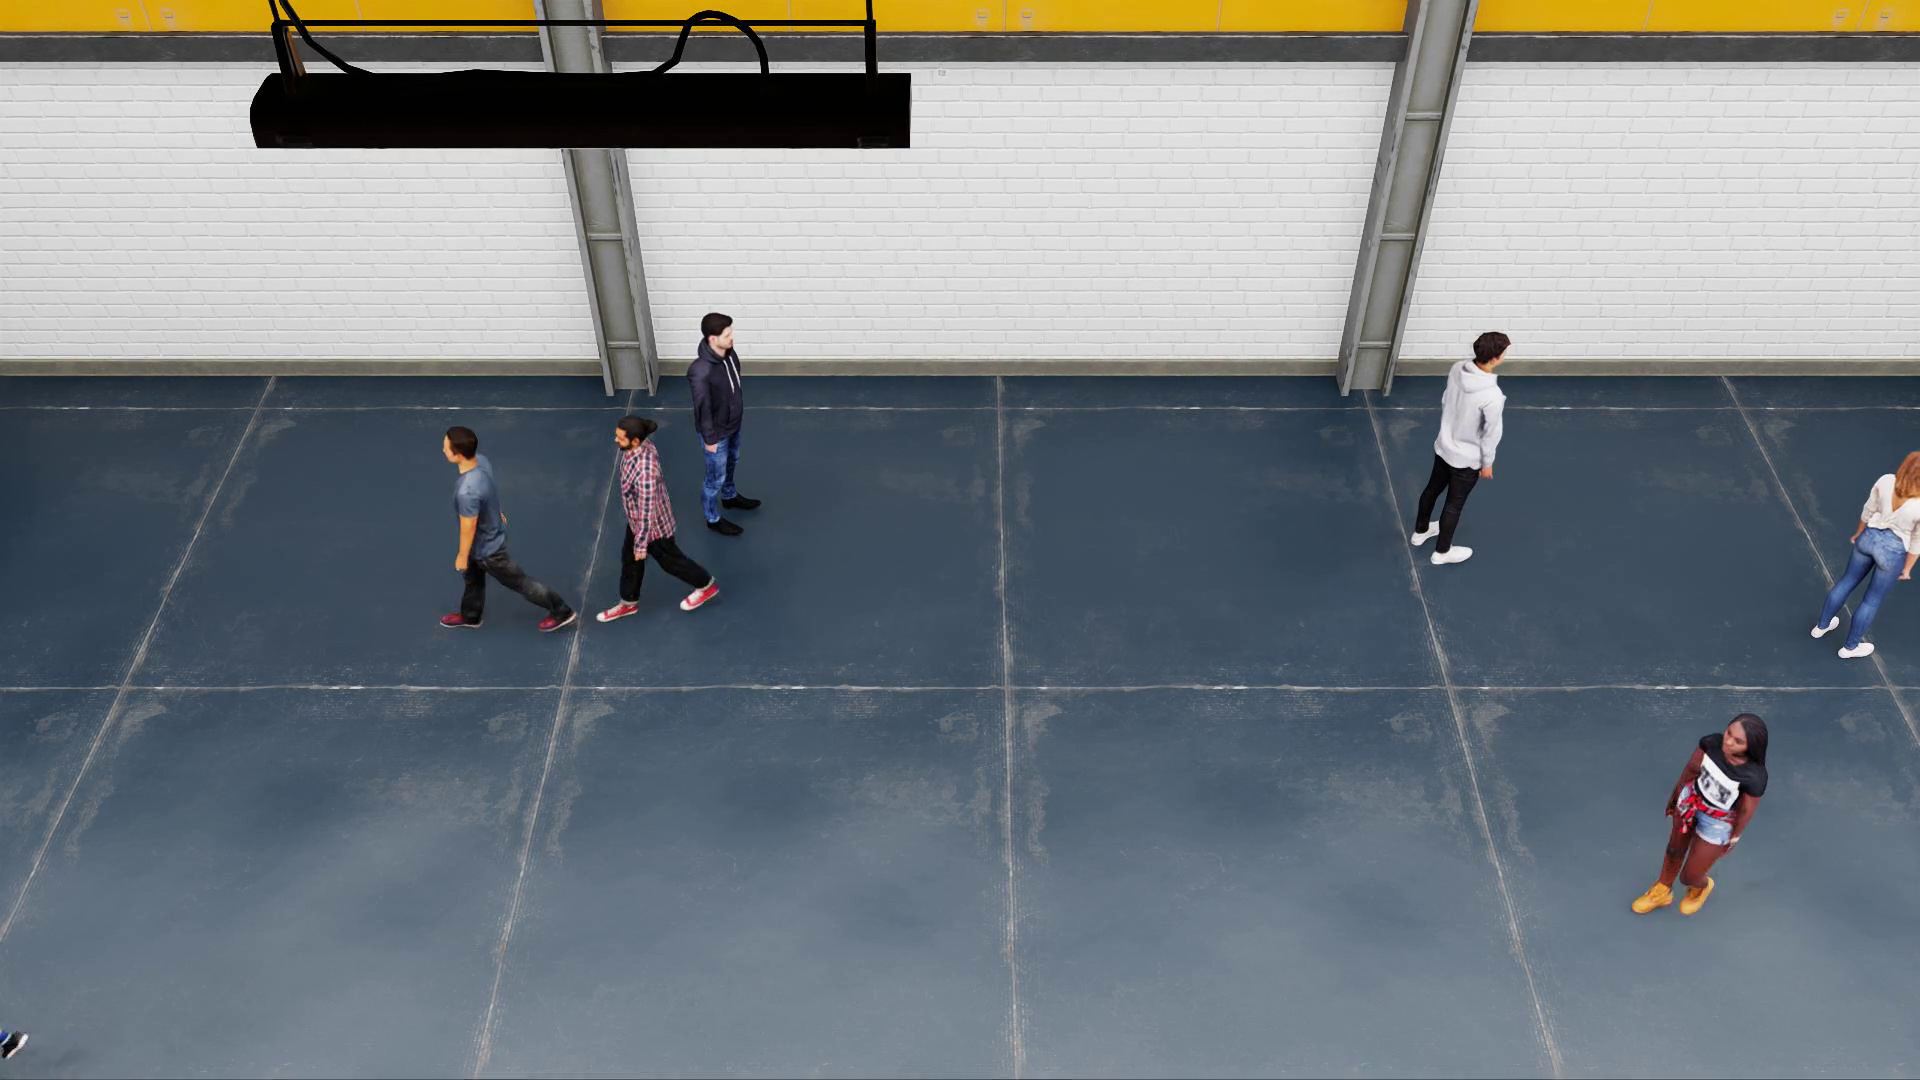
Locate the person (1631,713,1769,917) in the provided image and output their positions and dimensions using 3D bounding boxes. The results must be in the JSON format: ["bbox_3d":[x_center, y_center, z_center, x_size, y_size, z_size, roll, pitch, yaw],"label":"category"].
[{"bbox_3d":[4.299,1.560,9.453,0.825,1.718,0.752,-19,47,-19],"label":"person"}]

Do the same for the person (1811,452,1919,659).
[{"bbox_3d":[6.096,0.077,11.009,0.672,1.719,0.684,-18,47,-18],"label":"person"}]

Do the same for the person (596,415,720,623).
[{"bbox_3d":[-2.016,-0.134,11.225,1.218,1.727,1.000,-17,46,-17],"label":"person"}]

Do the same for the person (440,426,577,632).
[{"bbox_3d":[-3.051,-0.003,11.057,1.222,1.769,0.812,-7,44,-8],"label":"person"}]

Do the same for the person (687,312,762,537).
[{"bbox_3d":[-1.729,-0.848,11.858,0.688,1.887,0.733,13,45,13],"label":"person"}]

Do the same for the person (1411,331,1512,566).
[{"bbox_3d":[3.497,-0.654,11.625,0.739,1.929,0.764,-19,47,-19],"label":"person"}]
